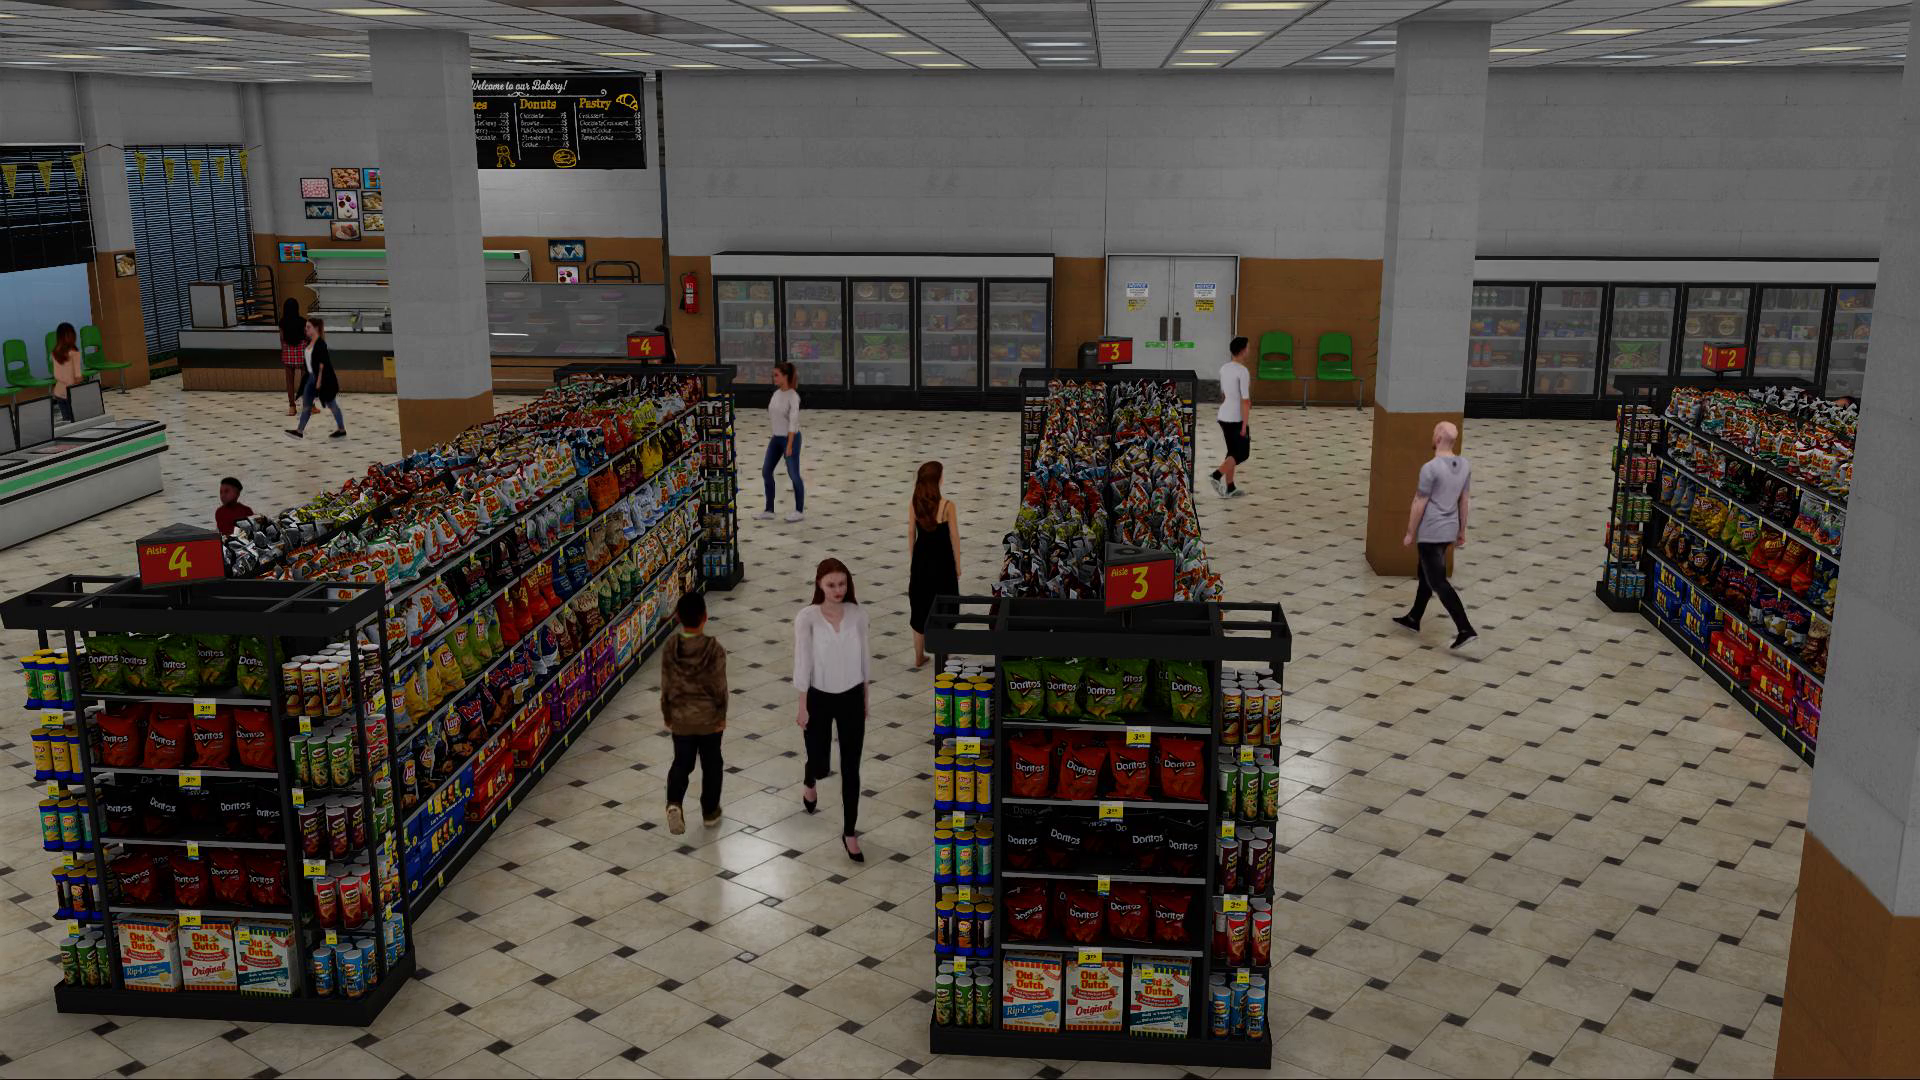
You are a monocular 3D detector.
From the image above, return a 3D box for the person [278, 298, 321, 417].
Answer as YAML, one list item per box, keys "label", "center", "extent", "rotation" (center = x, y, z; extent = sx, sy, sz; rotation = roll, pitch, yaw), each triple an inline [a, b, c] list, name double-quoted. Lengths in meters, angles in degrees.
- label: "person"
  center: [-9.794, -2.713, 24.564]
  extent: [0.662, 1.728, 0.668]
  rotation: [-2, 14, -8]

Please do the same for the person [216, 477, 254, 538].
- label: "person"
  center: [-6.077, 0.087, 14.095]
  extent: [0.515, 1.221, 0.852]
  rotation: [1, 14, 3]

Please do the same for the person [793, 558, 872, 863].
- label: "person"
  center: [-0.761, 0.944, 9.444]
  extent: [0.865, 1.748, 0.993]
  rotation: [-7, 15, -28]

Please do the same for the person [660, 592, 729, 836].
- label: "person"
  center: [-1.552, 1.039, 9.705]
  extent: [0.568, 1.440, 0.798]
  rotation: [2, 14, 7]

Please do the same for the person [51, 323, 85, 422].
- label: "person"
  center: [-11.092, -1.779, 20.614]
  extent: [0.631, 1.774, 0.644]
  rotation: [3, 14, 10]

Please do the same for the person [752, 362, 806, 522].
- label: "person"
  center: [-1.777, -1.033, 17.685]
  extent: [0.947, 1.706, 0.885]
  rotation: [-12, 18, -40]

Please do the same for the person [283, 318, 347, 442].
- label: "person"
  center: [-8.507, -2.130, 22.341]
  extent: [1.012, 1.643, 1.149]
  rotation: [12, 18, 40]

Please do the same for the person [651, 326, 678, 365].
- label: "person"
  center: [-3.568, -1.739, 20.522]
  extent: [0.944, 1.741, 1.094]
  rotation: [7, 15, 26]

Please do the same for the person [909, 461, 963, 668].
- label: "person"
  center: [-0.214, 0.190, 12.817]
  extent: [0.648, 1.624, 0.658]
  rotation: [6, 15, 23]

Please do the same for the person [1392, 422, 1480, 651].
- label: "person"
  center: [3.865, -0.007, 13.260]
  extent: [1.156, 1.797, 1.291]
  rotation: [-9, 16, -33]

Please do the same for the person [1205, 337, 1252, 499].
- label: "person"
  center: [3.011, -1.358, 18.741]
  extent: [0.987, 1.839, 0.966]
  rotation: [-7, 15, -27]
